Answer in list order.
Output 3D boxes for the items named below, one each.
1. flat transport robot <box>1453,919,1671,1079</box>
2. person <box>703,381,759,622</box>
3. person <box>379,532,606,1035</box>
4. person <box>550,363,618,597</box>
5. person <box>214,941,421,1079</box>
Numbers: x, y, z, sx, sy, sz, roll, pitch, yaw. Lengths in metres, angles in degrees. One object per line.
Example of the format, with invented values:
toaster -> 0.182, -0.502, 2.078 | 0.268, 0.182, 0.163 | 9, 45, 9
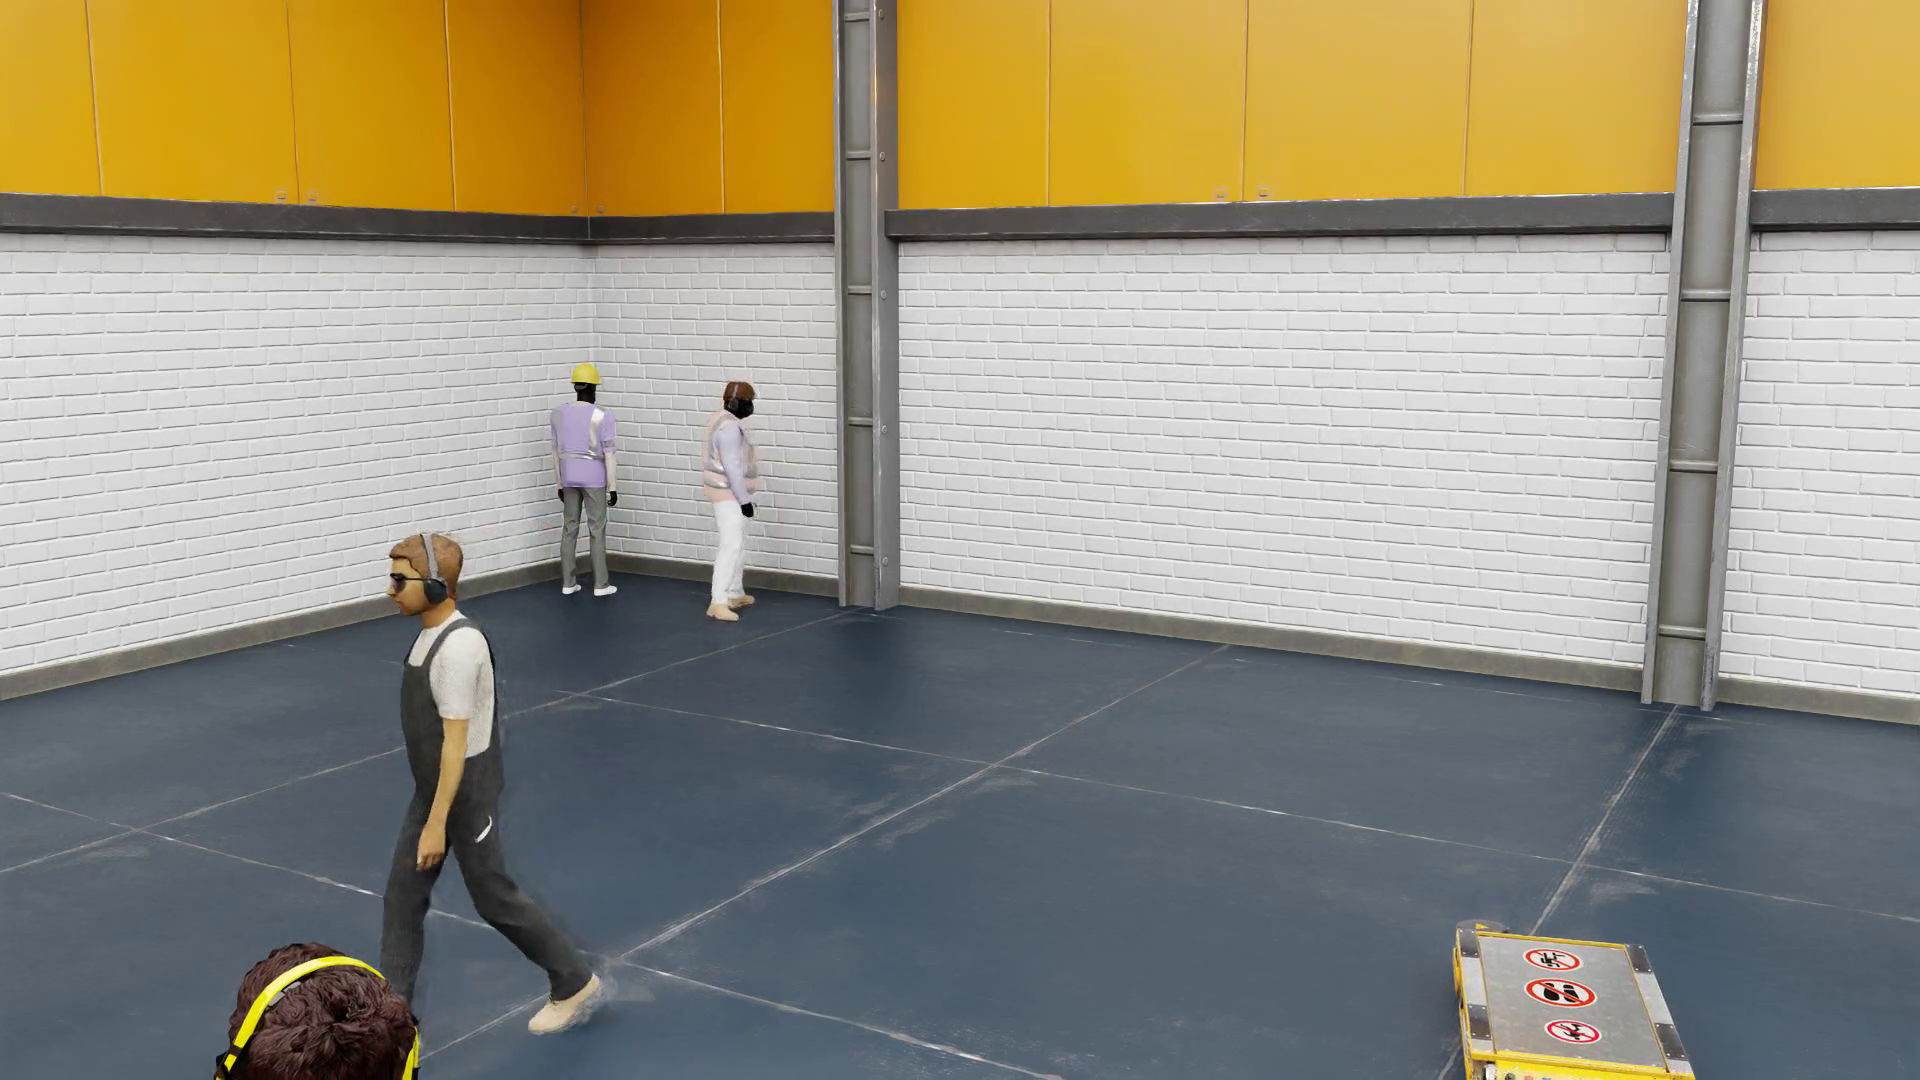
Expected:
flat transport robot -> 2.013, 1.632, 5.540 | 0.652, 0.197, 1.431 | 2, 9, 14
person -> -1.771, -0.313, 12.898 | 0.433, 1.819, 0.858 | -1, 9, -6
person -> -1.667, 0.860, 5.605 | 0.935, 1.811, 0.531 | -6, 11, -34
person -> -3.078, -0.491, 13.691 | 0.582, 1.917, 0.405 | 3, 9, 15
person -> -0.746, 1.396, 2.042 | 0.327, 1.872, 0.516 | 6, 11, 34
